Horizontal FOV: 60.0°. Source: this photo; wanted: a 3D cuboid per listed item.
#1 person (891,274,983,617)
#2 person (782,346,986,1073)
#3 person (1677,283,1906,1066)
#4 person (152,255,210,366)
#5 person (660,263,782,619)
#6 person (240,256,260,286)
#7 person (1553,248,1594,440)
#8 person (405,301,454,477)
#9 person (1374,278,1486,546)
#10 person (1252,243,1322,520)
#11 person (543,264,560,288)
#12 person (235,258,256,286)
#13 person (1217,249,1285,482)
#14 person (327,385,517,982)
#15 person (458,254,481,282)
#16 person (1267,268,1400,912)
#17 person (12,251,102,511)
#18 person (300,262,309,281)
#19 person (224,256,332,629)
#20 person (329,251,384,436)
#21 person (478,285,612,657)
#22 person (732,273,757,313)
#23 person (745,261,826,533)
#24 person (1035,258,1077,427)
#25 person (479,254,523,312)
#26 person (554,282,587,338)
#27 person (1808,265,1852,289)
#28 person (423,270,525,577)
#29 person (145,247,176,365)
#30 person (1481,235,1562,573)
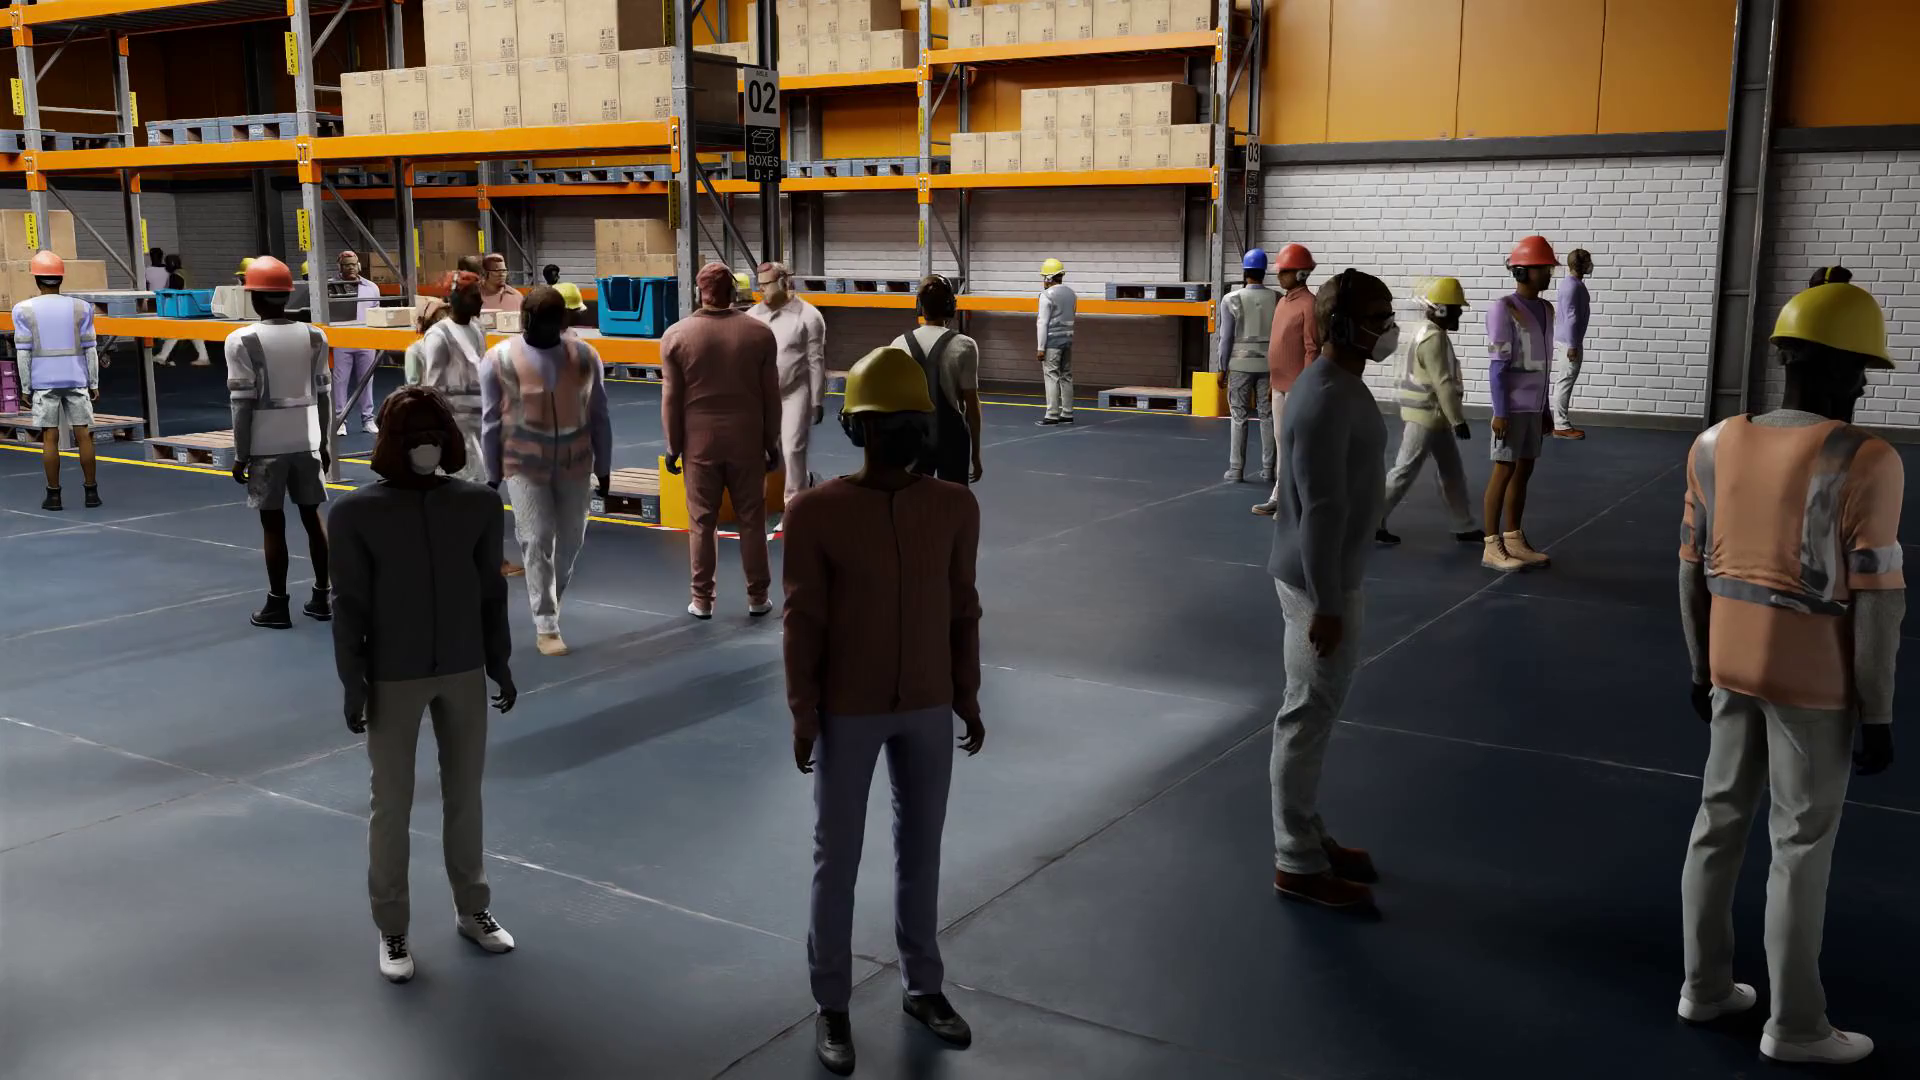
[{"bbox_3d":[-0.121,-0.475,8.808,0.507,1.846,0.346,4,11,19],"label":"person"},{"bbox_3d":[-0.179,0.411,4.105,0.526,1.772,0.307,-5,11,-26],"label":"person"},{"bbox_3d":[2.053,0.334,4.122,0.381,1.918,0.584,-5,11,-25],"label":"person"},{"bbox_3d":[-12.620,-3.686,26.761,0.971,1.779,0.609,-4,11,-21],"label":"person"},{"bbox_3d":[-1.273,-0.522,8.917,0.636,1.902,0.406,-2,10,-11],"label":"person"},{"bbox_3d":[-8.523,-2.479,19.974,0.699,1.832,0.362,9,14,41],"label":"person"},{"bbox_3d":[6.264,-2.001,17.001,0.371,1.940,0.630,4,11,22],"label":"person"},{"bbox_3d":[-3.594,-0.830,11.402,0.668,1.616,0.526,5,11,26],"label":"person"},{"bbox_3d":[3.084,-0.826,10.941,0.909,1.783,0.573,3,11,17],"label":"person"},{"bbox_3d":[2.396,-1.133,12.031,0.375,1.996,0.611,-3,11,-16],"label":"person"},{"bbox_3d":[-5.555,-2.892,22.608,0.322,1.697,0.531,1,10,5],"label":"person"},{"bbox_3d":[-7.468,-2.074,17.697,0.403,1.831,0.595,-9,14,-41],"label":"person"},{"bbox_3d":[2.452,-1.451,13.928,0.614,1.945,0.401,-1,10,-7],"label":"person"},{"bbox_3d":[-1.478,0.385,4.624,0.500,1.633,0.286,-8,13,-38],"label":"person"},{"bbox_3d":[-4.718,-1.860,16.376,1.022,1.896,0.635,7,12,33],"label":"person"},{"bbox_3d":[1.139,0.143,5.123,0.374,1.939,0.629,3,11,16],"label":"person"},{"bbox_3d":[-6.764,-1.188,12.488,0.547,1.942,0.351,-7,12,-35],"label":"person"},{"bbox_3d":[-7.925,-2.539,20.483,0.327,1.761,0.522,2,10,11],"label":"person"},{"bbox_3d":[-3.556,-0.503,8.706,0.362,1.938,0.545,9,13,40],"label":"person"},{"bbox_3d":[-6.307,-2.040,17.304,0.643,1.910,0.400,-8,13,-36],"label":"person"},{"bbox_3d":[-2.085,-0.376,8.376,0.636,1.816,0.848,-5,11,-27],"label":"person"},{"bbox_3d":[-2.147,-1.723,16.100,0.496,1.718,0.792,0,10,1],"label":"person"},{"bbox_3d":[-1.212,-1.023,11.749,0.646,1.880,0.693,4,11,22],"label":"person"},{"bbox_3d":[1.034,-2.146,18.138,0.405,1.823,0.591,8,13,38],"label":"person"},{"bbox_3d":[-4.120,-1.587,14.841,0.395,1.898,0.637,9,13,40],"label":"person"},{"bbox_3d":[-2.719,-0.865,11.262,0.499,1.746,0.538,2,11,13],"label":"person"},{"bbox_3d":[5.268,-0.750,10.267,0.318,1.870,0.532,5,11,26],"label":"person"},{"bbox_3d":[-3.070,-0.692,10.011,0.824,1.858,0.574,2,10,10],"label":"person"},{"bbox_3d":[-12.961,-3.775,26.931,0.602,1.898,0.619,-10,14,-44],"label":"person"},{"bbox_3d":[3.462,-0.832,10.224,0.608,2.048,0.365,-9,14,-41],"label":"person"}]
